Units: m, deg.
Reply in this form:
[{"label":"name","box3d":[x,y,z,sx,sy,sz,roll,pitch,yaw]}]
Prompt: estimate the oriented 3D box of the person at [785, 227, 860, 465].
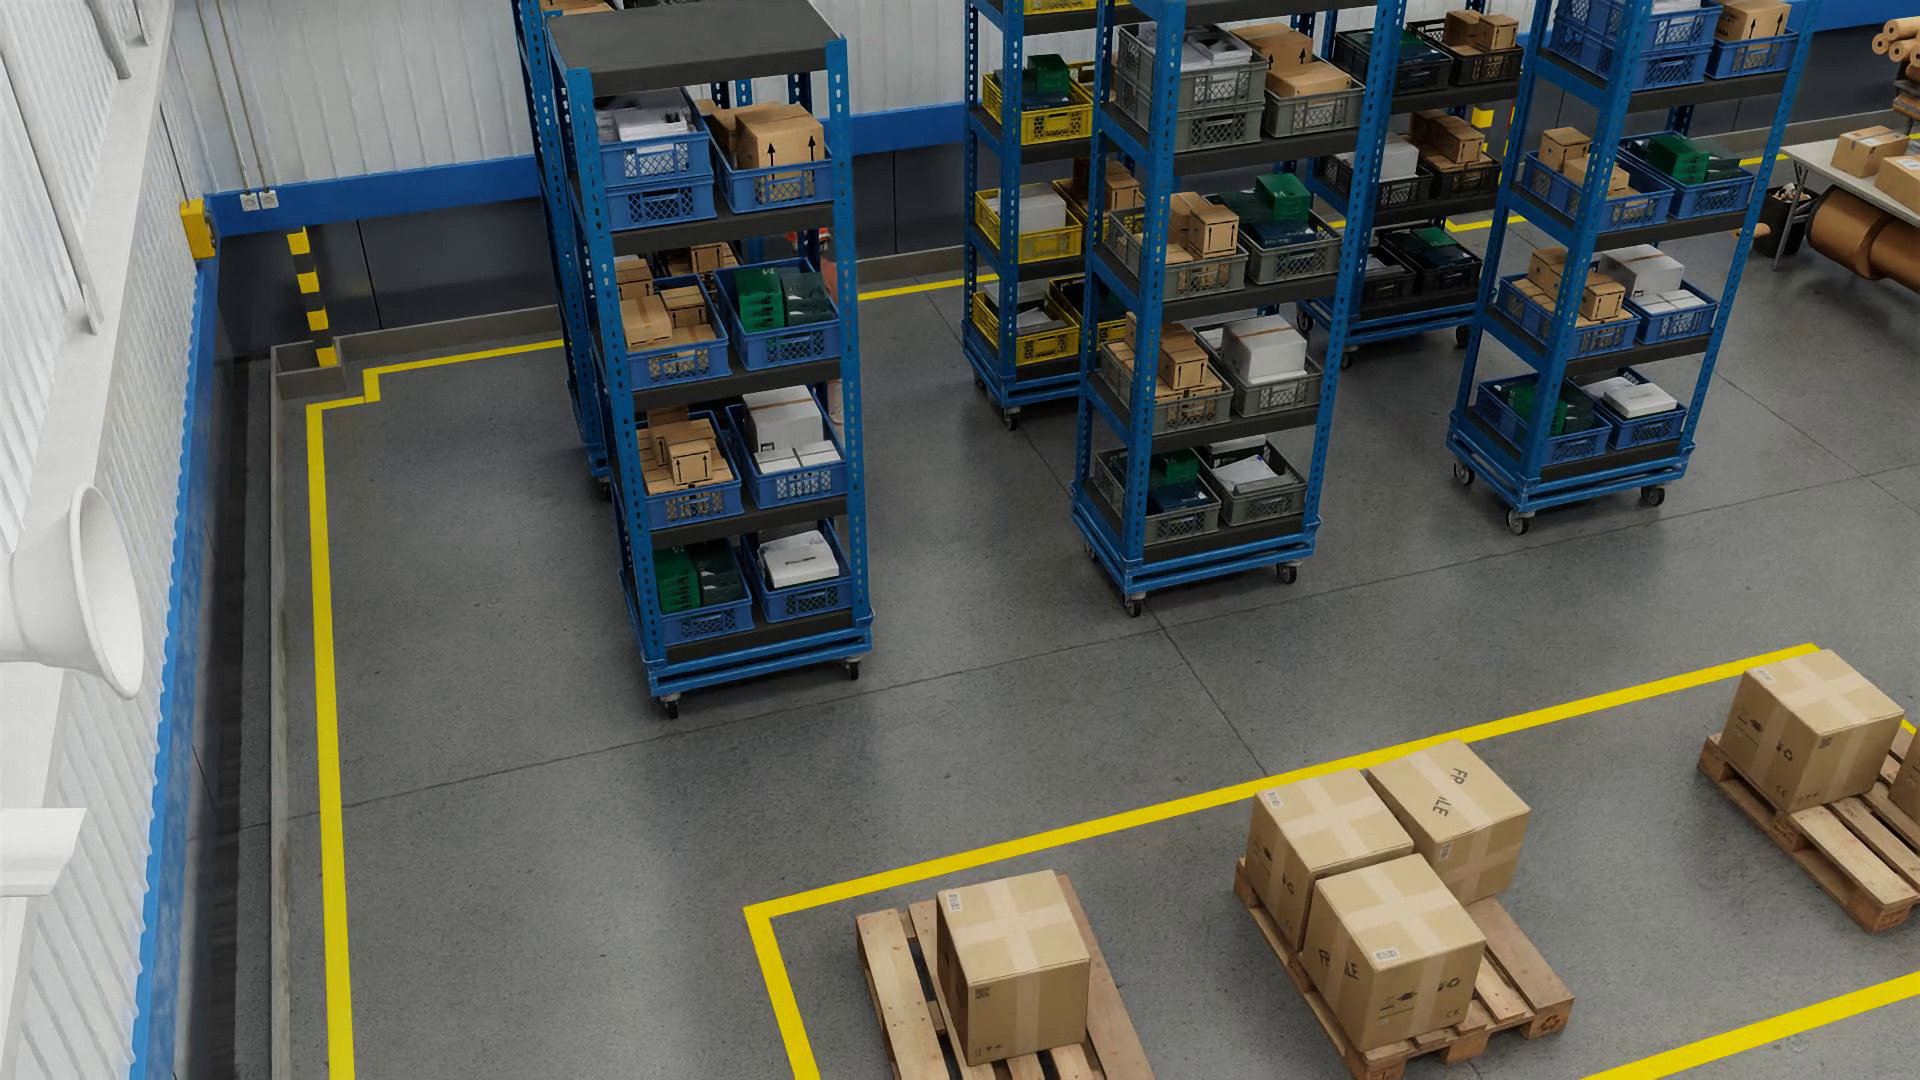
[{"label":"person","box3d":[-0.868,-1.063,10.069,0.410,1.980,0.625,30,45,35]}]
